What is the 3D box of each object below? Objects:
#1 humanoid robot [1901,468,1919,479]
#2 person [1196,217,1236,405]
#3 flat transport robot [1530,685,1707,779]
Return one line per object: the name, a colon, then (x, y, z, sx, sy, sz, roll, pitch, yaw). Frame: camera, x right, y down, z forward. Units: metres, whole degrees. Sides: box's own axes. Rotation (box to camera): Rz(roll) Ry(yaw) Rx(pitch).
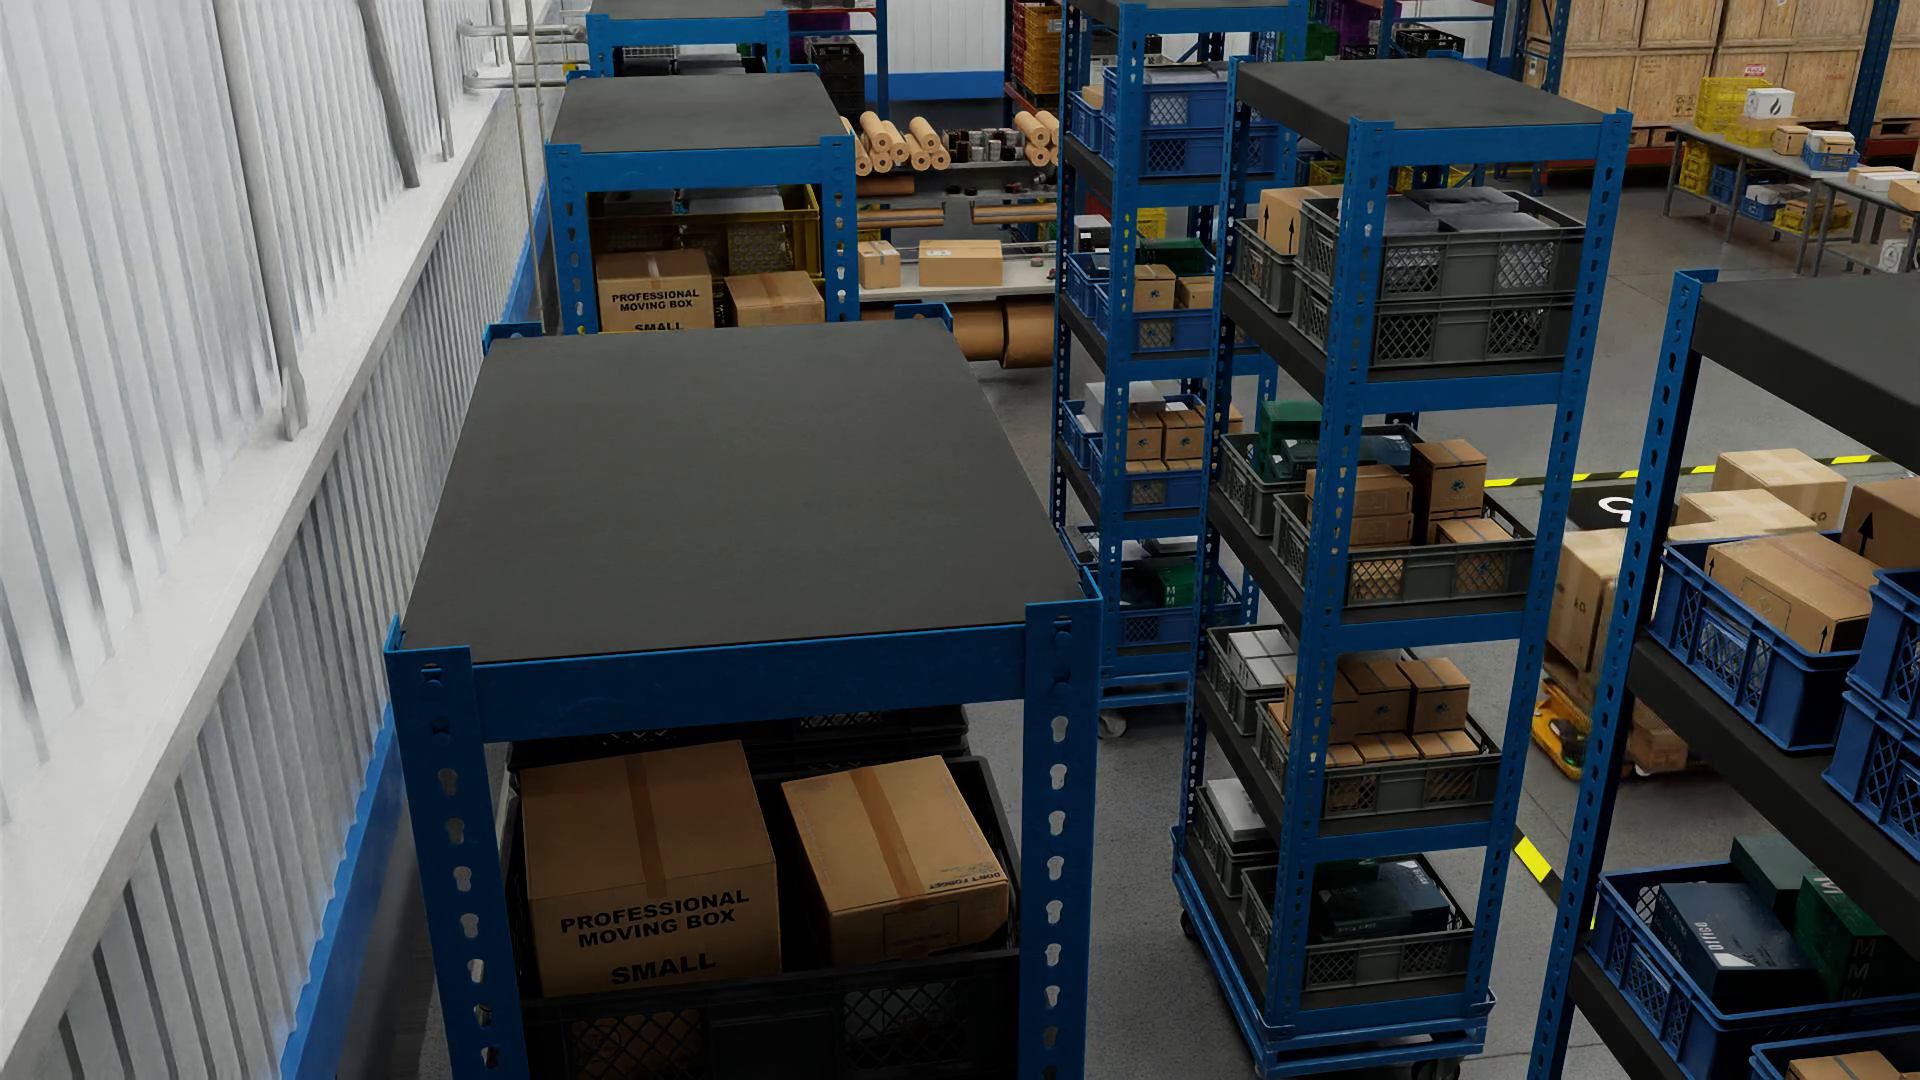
humanoid robot: (6.443, -1.131, 10.839, 0.735, 1.677, 0.533, -12, 27, -25)
person: (1.698, -1.263, 11.151, 0.374, 1.852, 0.588, -4, 25, -9)
flat transport robot: (3.579, 0.891, 8.330, 1.431, 0.197, 0.652, -4, 25, -8)
